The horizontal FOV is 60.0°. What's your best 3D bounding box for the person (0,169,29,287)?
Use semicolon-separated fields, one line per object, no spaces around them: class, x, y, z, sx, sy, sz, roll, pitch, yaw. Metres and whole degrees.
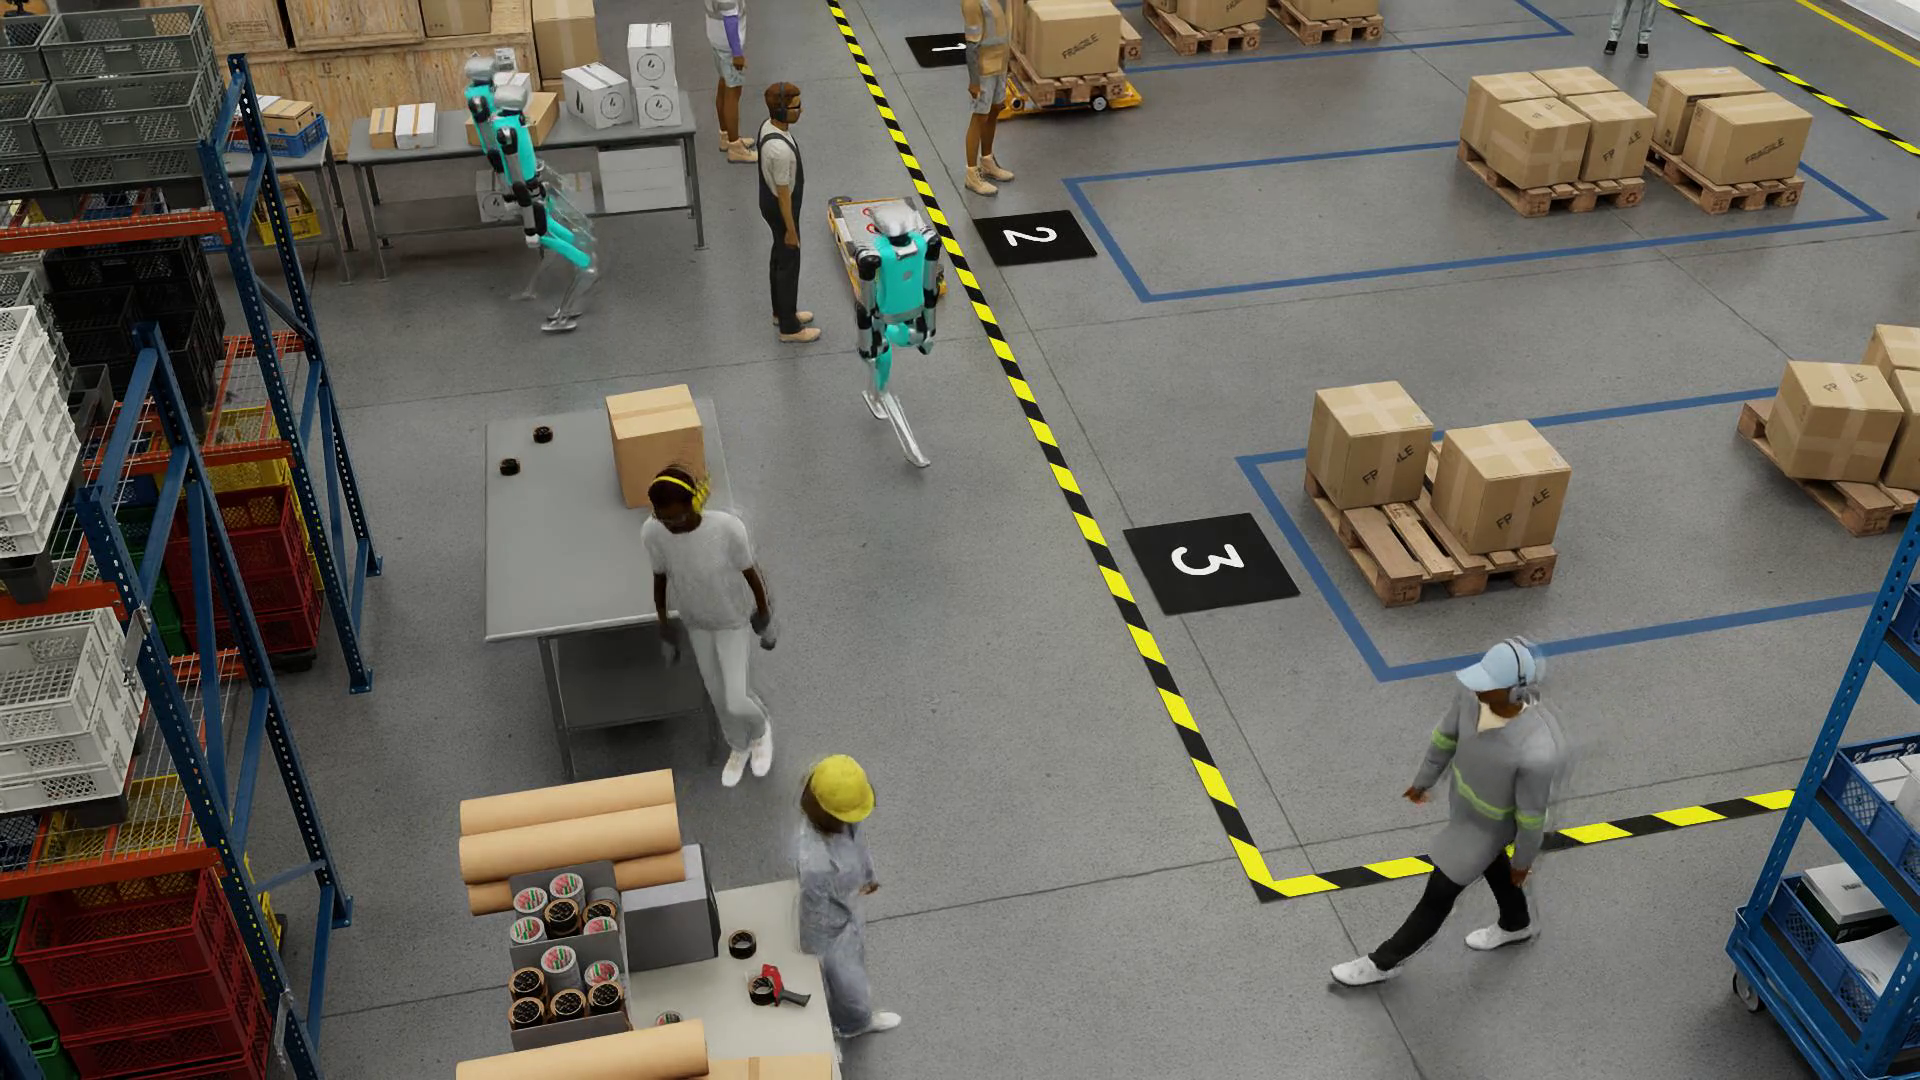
person;-6.195;-1.857;10.730;0.429;1.842;0.633;-10;38;-13

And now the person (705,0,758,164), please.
person;-1.871;-4.096;13.579;0.378;2.037;0.605;-12;38;-16

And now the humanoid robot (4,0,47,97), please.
humanoid robot;-7.292;-3.634;13.243;0.599;1.659;0.315;19;41;23

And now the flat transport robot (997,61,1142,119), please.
flat transport robot;0.867;-4.074;15.006;1.431;0.197;0.652;-8;37;-10

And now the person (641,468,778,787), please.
person;-1.142;0.415;7.681;0.562;1.838;0.428;7;37;10

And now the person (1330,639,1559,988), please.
person;2.083;1.107;6.781;0.985;1.795;0.607;-8;37;-10

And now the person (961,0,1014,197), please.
person;0.258;-3.735;13.090;0.386;2.039;0.613;18;40;23

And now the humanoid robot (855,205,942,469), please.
humanoid robot;-0.486;-1.312;10.132;0.548;1.754;1.058;-19;41;-24

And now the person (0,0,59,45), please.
person;-7.965;-4.458;14.149;0.550;1.934;0.371;-19;41;-23

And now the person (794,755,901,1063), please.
person;-0.456;1.444;6.388;0.345;1.725;0.553;6;37;8

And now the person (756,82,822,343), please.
person;-1.165;-2.189;11.184;0.347;1.840;0.500;-9;38;-11

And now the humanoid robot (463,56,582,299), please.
humanoid robot;-2.986;-2.531;11.755;0.770;1.814;0.550;-5;37;-7

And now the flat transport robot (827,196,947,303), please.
flat transport robot;-0.570;-2.220;12.538;0.659;0.231;1.431;-8;37;-10

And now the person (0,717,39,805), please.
person;-4.619;0.487;7.565;0.334;1.864;0.517;-7;37;-9

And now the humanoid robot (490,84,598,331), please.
humanoid robot;-2.726;-2.236;11.294;0.678;1.762;0.537;-5;37;-6

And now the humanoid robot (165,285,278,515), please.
humanoid robot;-4.287;-0.757;9.438;0.796;1.632;0.611;-10;38;-13

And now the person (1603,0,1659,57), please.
person;6.467;-5.458;15.578;0.588;1.833;0.404;10;38;13
